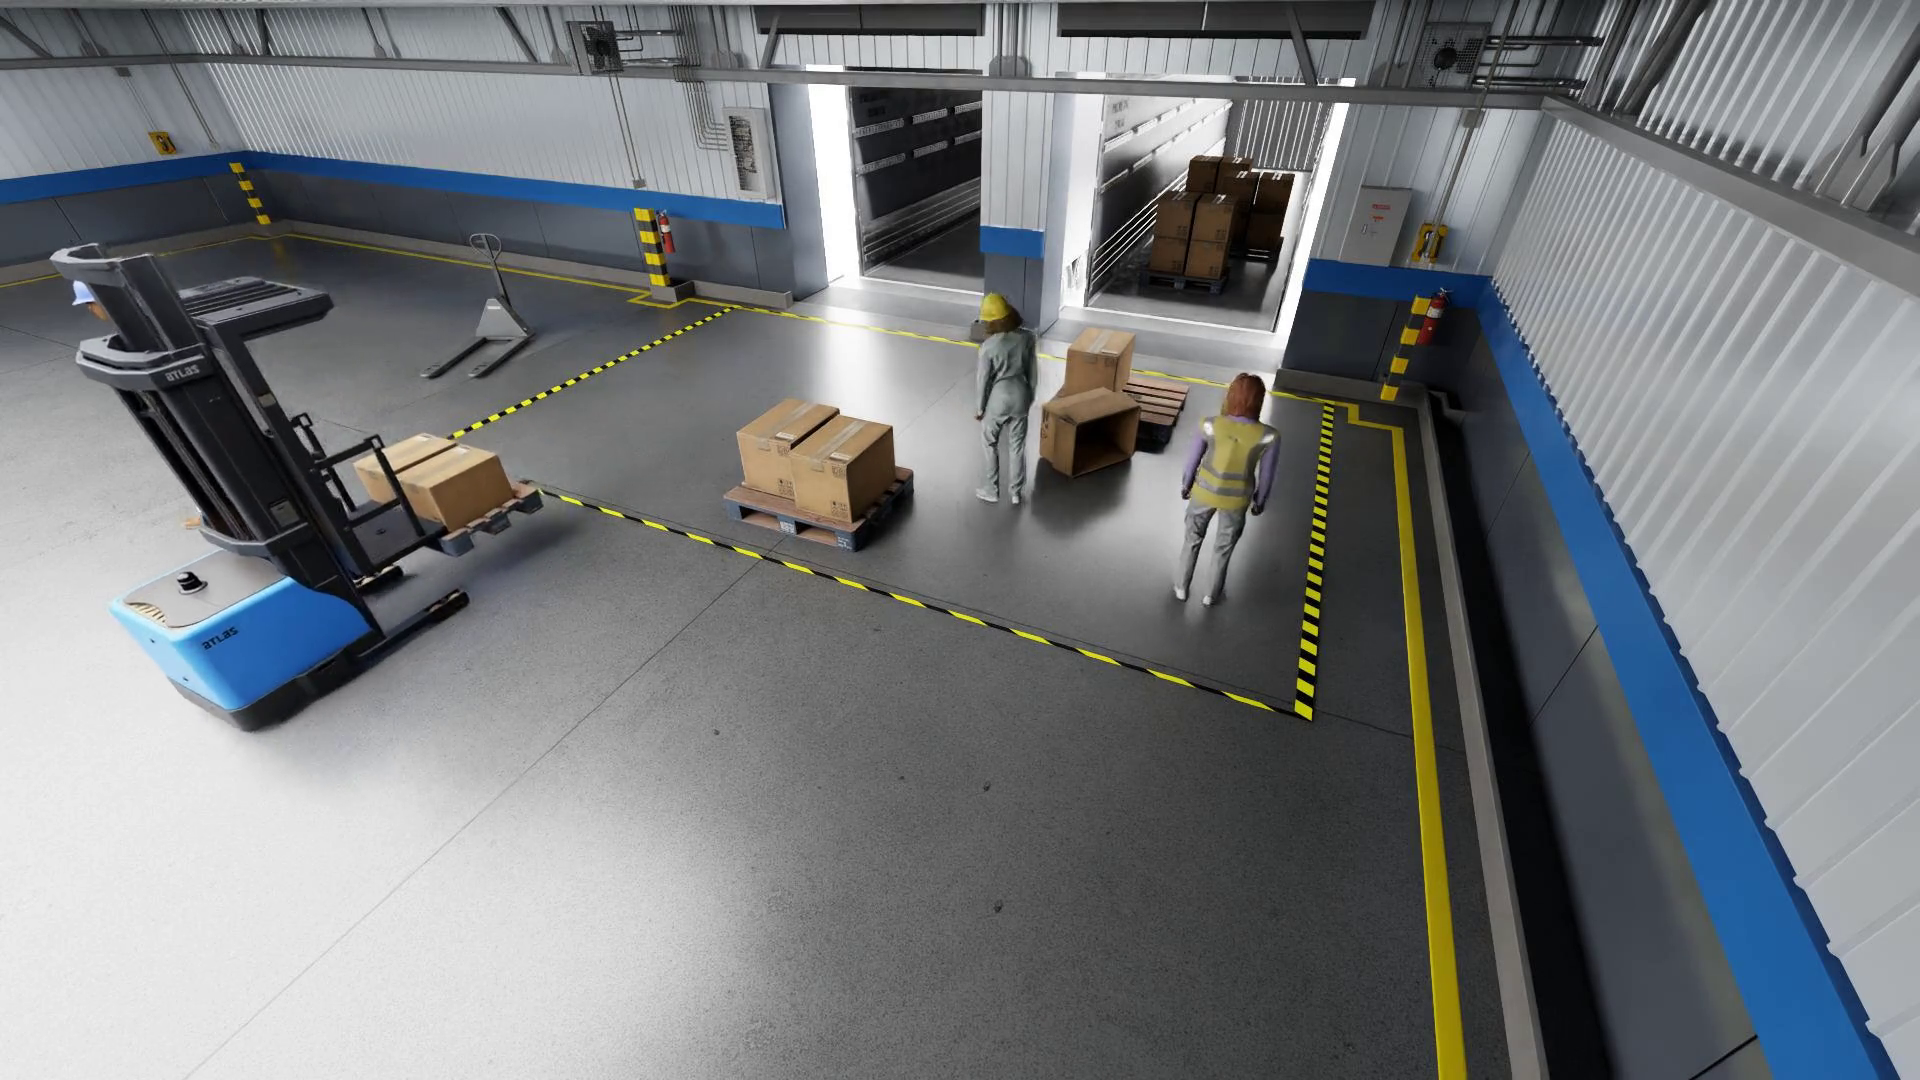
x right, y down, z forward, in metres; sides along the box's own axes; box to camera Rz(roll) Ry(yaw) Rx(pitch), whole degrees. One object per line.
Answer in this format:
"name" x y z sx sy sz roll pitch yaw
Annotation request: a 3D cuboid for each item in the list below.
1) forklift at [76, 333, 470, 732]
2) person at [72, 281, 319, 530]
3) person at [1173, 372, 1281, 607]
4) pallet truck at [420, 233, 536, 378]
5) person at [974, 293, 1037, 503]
"forklift" -4.065 -0.020 3.957 0.716 2.013 0.776 15 38 20
"person" -5.817 -1.076 5.567 0.610 1.898 1.004 30 45 35
"person" 1.657 -0.261 4.646 0.534 1.637 0.310 15 38 20
"pallet truck" -5.664 -2.712 8.427 0.680 1.201 1.601 0 35 -1
"person" 0.363 -1.037 5.699 0.504 1.740 0.344 -11 37 -15
